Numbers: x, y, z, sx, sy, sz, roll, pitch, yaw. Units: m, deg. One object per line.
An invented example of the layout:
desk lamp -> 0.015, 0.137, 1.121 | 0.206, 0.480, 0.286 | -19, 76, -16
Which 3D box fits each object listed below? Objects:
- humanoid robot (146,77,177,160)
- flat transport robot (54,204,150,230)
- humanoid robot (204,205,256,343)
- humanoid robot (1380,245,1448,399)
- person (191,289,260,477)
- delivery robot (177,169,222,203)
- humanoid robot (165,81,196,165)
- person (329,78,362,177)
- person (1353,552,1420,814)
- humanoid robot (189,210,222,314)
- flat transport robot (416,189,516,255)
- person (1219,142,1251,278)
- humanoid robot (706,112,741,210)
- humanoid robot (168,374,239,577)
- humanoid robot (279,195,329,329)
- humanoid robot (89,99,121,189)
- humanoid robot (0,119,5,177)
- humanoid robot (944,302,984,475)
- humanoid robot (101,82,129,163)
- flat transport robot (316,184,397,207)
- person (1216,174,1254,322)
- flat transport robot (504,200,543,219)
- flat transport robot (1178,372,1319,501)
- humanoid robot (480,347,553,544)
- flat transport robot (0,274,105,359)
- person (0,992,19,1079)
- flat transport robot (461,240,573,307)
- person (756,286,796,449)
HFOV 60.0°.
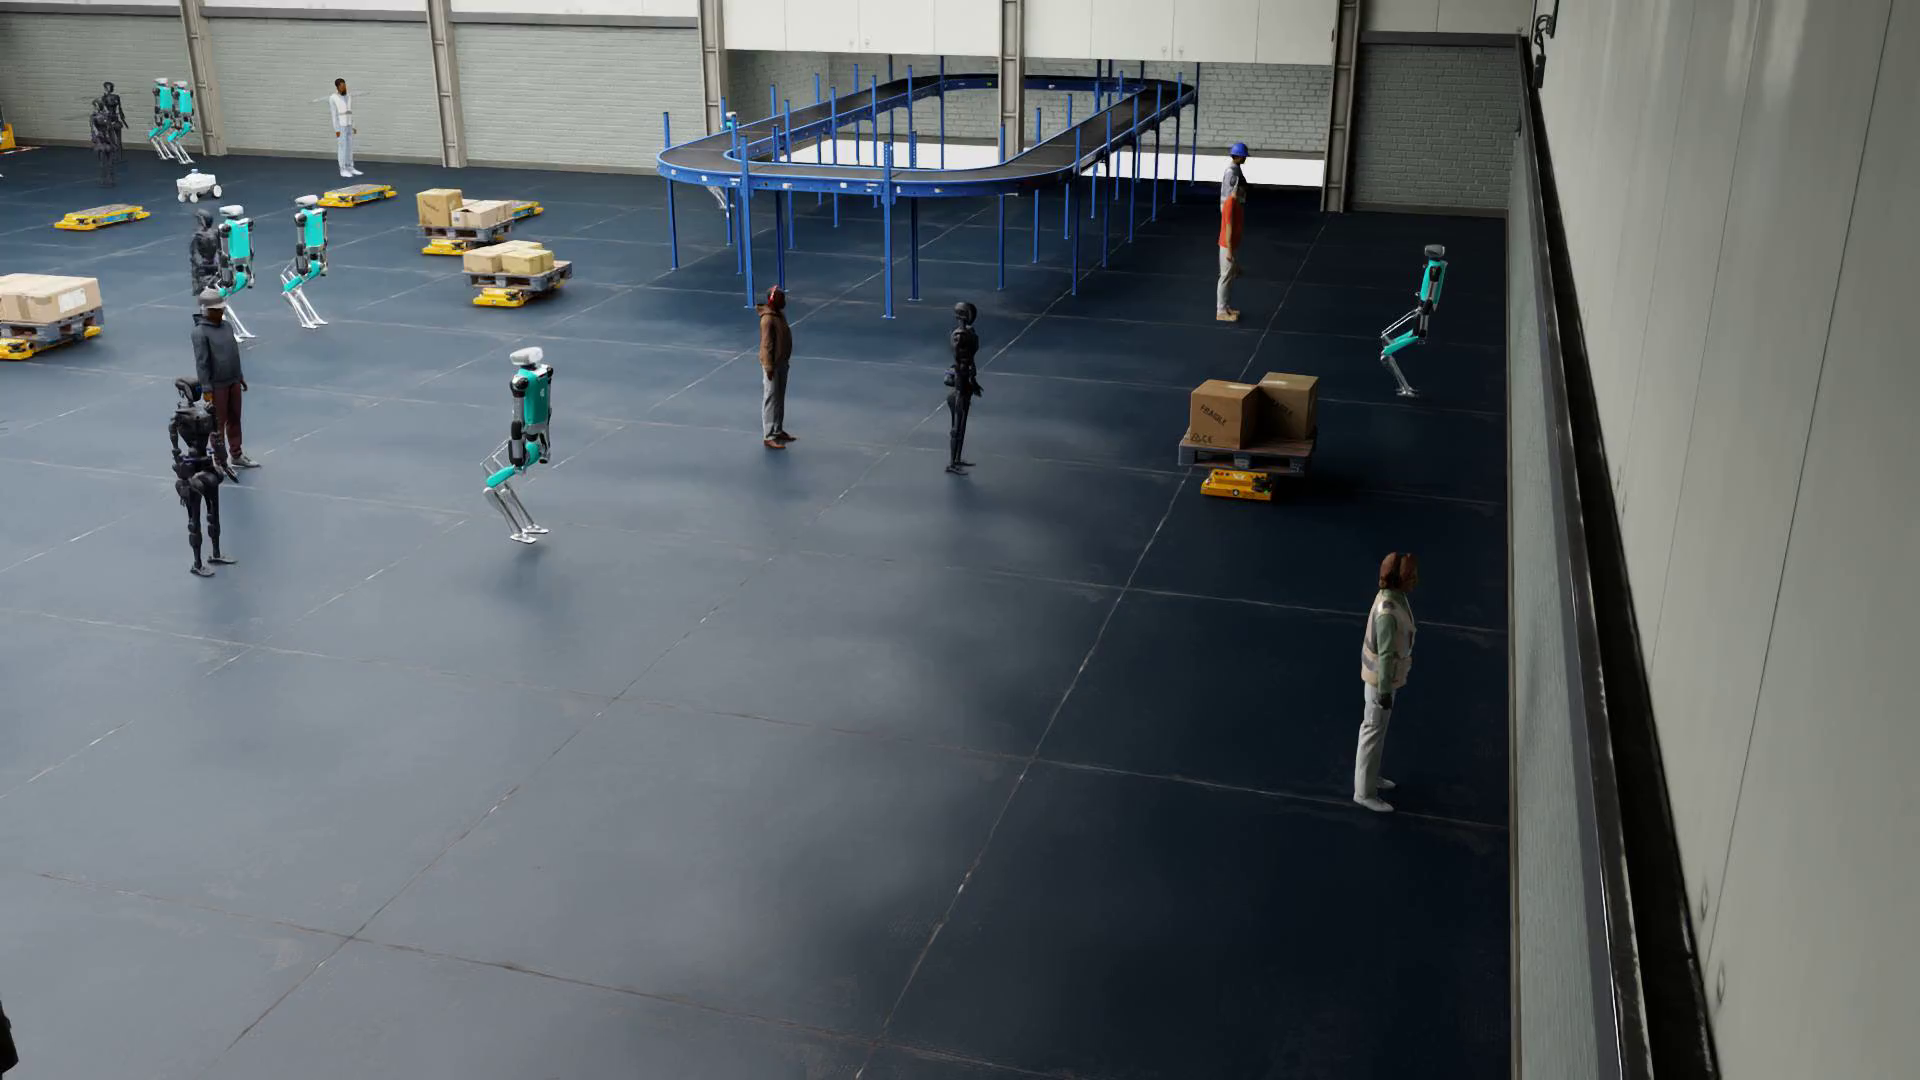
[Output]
humanoid robot -> -16.806, -8.834, 34.865 | 0.735, 1.677, 0.533 | 6, 22, 16
flat transport robot -> -14.725, -5.543, 28.554 | 0.659, 0.231, 1.431 | 8, 22, 19
humanoid robot -> -9.042, -3.287, 20.483 | 0.735, 1.673, 0.533 | 6, 22, 16
humanoid robot -> 4.885, -2.402, 18.187 | 0.735, 1.673, 0.533 | 6, 22, 16
person -> -7.083, -1.521, 15.975 | 0.373, 1.810, 0.554 | 6, 22, 16
delivery robot -> -14.118, -6.564, 30.765 | 0.499, 0.566, 0.739 | 6, 22, 16
humanoid robot -> -16.132, -8.609, 34.285 | 0.735, 1.673, 0.533 | 6, 22, 16
person -> -12.355, -8.275, 33.352 | 0.373, 1.916, 0.595 | 6, 22, 16
person -> 2.579, 0.842, 10.087 | 0.308, 1.638, 0.521 | 6, 22, 16
humanoid robot -> -9.381, -3.294, 20.768 | 0.391, 1.646, 0.610 | 8, 22, 19
flat transport robot -> -7.883, -4.781, 26.579 | 0.659, 0.231, 1.431 | 5, 22, 12
person -> 4.021, -4.853, 24.437 | 0.407, 1.942, 0.613 | 6, 22, 16
humanoid robot -> -4.219, -6.682, 29.281 | 0.735, 1.677, 0.533 | 6, 22, 16
humanoid robot -> -6.217, -0.553, 13.635 | 0.315, 1.657, 0.599 | 6, 22, 16
humanoid robot -> -8.385, -3.543, 21.142 | 0.735, 1.677, 0.533 | 6, 22, 16
humanoid robot -> -16.470, -7.637, 32.008 | 0.315, 1.657, 0.599 | 6, 22, 16
humanoid robot -> -19.097, -7.921, 32.503 | 0.735, 1.673, 0.533 | 6, 22, 16
humanoid robot -> 0.032, -1.484, 16.052 | 0.315, 1.655, 0.599 | 6, 22, 16
humanoid robot -> -17.829, -8.808, 35.048 | 0.315, 1.655, 0.599 | 6, 22, 16
flat transport robot -> -11.121, -6.349, 30.645 | 0.659, 0.231, 1.431 | 8, 22, 19
person -> 3.614, -3.847, 21.877 | 0.417, 1.909, 0.480 | 6, 22, 16
flat transport robot -> -7.921, -5.703, 28.969 | 0.659, 0.231, 1.431 | 6, 22, 16
flat transport robot -> 2.769, -0.708, 16.015 | 0.659, 0.231, 1.431 | 6, 22, 16
humanoid robot -> -3.792, -0.819, 14.074 | 0.735, 1.677, 0.533 | 6, 22, 16
flat transport robot -> -11.493, -2.520, 20.714 | 0.659, 0.231, 1.431 | 5, 22, 12
person -> -4.111, 2.011, 6.794 | 0.360, 1.827, 0.514 | 6, 22, 16
flat transport robot -> -6.192, -3.520, 23.306 | 0.659, 0.231, 1.431 | 5, 22, 12
person -> -1.873, -1.759, 16.812 | 0.310, 1.650, 0.470 | 6, 22, 16
